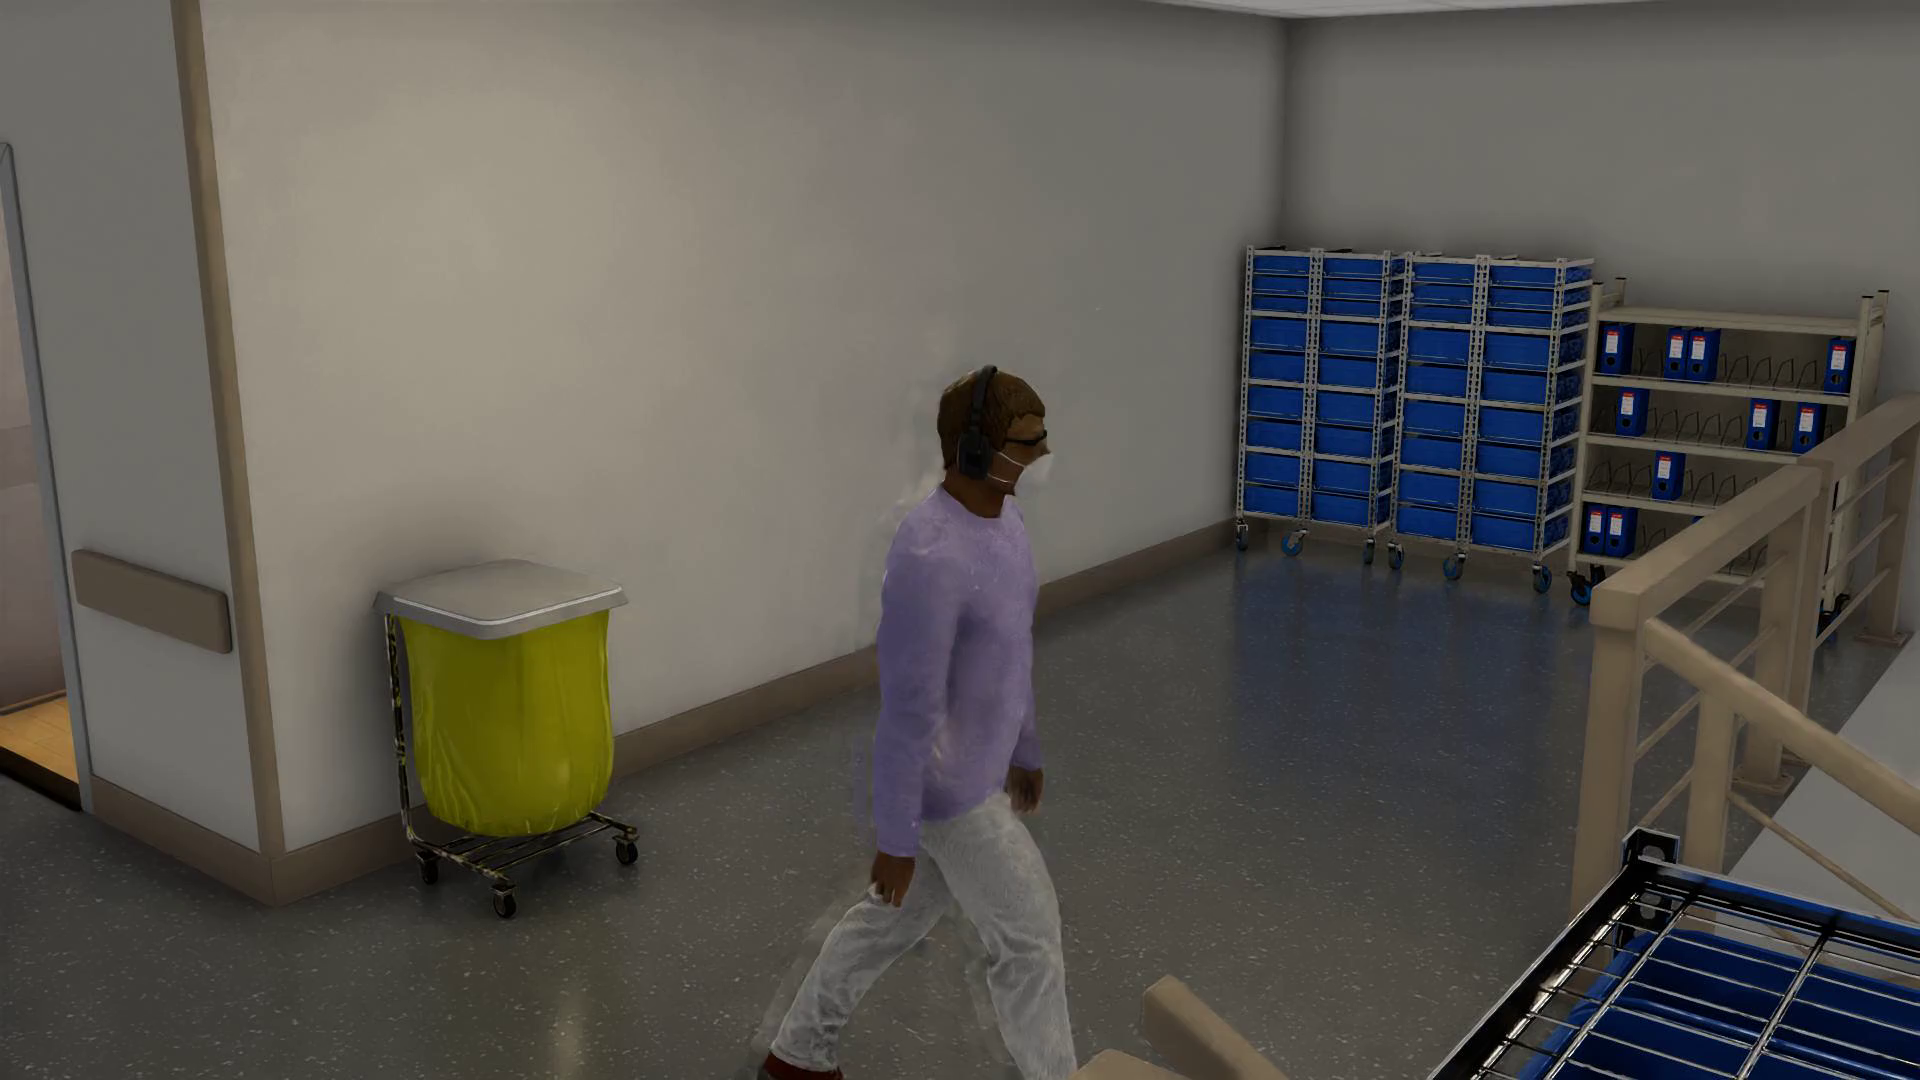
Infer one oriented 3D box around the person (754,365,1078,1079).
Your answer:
[{"bbox_3d":[-0.025,0.537,3.742,1.041,1.888,0.644,3,14,12],"label":"person"}]
